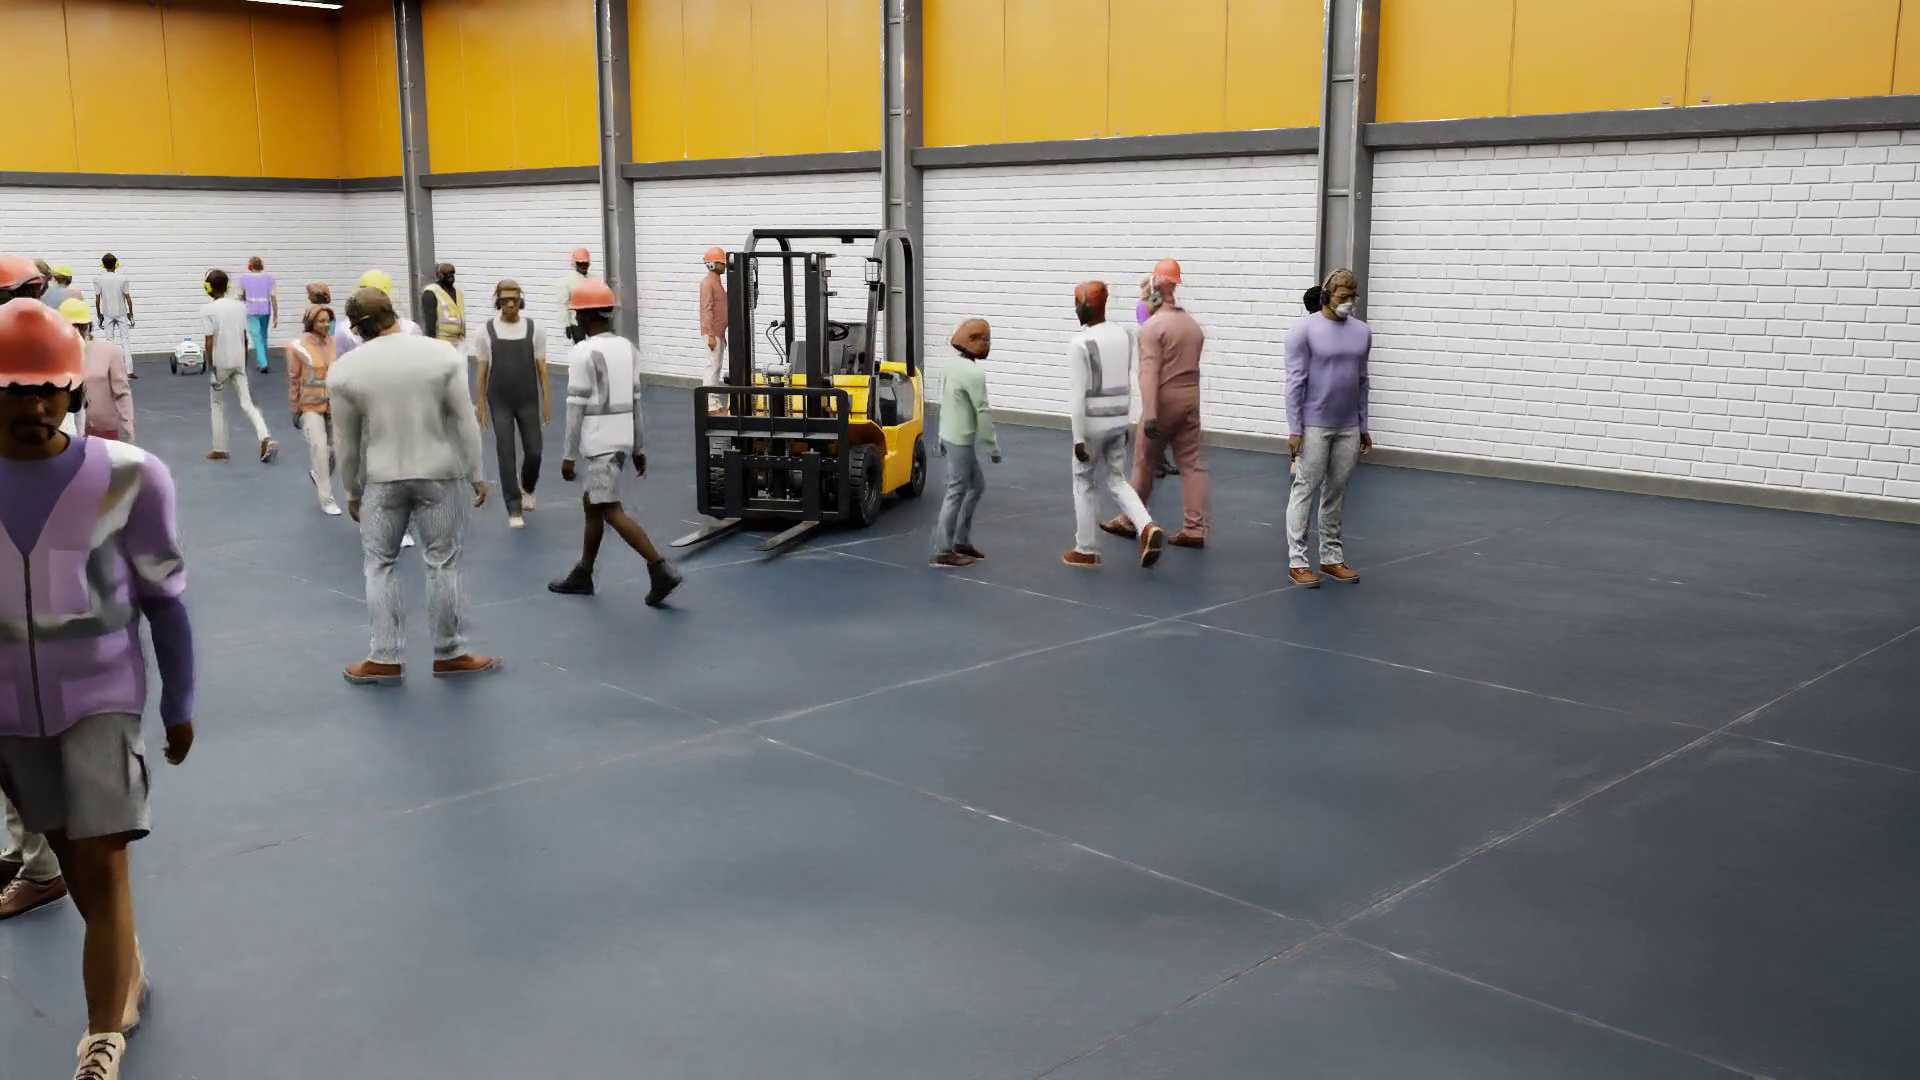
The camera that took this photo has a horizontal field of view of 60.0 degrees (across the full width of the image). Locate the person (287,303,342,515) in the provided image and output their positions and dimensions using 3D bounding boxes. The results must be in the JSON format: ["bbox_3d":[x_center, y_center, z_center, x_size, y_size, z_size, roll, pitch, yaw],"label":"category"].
[{"bbox_3d":[-4.954,-1.022,12.860,0.627,1.618,0.522,10,14,43],"label":"person"}]

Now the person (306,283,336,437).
[{"bbox_3d":[-6.779,-1.910,17.715,0.310,1.627,0.572,-8,13,-36],"label":"person"}]

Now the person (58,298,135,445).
[{"bbox_3d":[-5.763,-0.730,11.028,0.531,1.712,0.937,-7,13,-35],"label":"person"}]

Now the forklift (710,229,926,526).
[{"bbox_3d":[-1.050,-1.319,12.920,1.214,2.155,2.313,2,11,13],"label":"forklift"}]

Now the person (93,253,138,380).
[{"bbox_3d":[-12.491,-3.301,24.597,0.513,1.877,0.328,-3,11,-17],"label":"person"}]

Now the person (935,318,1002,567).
[{"bbox_3d":[0.064,-0.618,10.681,0.525,1.608,0.519,-3,11,-15],"label":"person"}]

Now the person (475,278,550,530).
[{"bbox_3d":[-3.290,-1.010,12.244,0.518,1.831,0.594,-4,11,-19],"label":"person"}]

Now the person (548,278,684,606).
[{"bbox_3d":[-2.010,-0.565,9.645,0.953,1.900,0.545,4,11,23],"label":"person"}]

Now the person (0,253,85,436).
[{"bbox_3d":[-4.816,-0.461,8.660,0.383,2.041,0.605,2,11,12],"label":"person"}]

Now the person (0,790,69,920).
[{"bbox_3d":[-3.057,0.260,5.192,0.330,1.872,0.512,-7,13,-35],"label":"person"}]

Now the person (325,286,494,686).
[{"bbox_3d":[-2.612,-0.251,7.932,0.717,1.898,0.363,-2,11,-12],"label":"person"}]

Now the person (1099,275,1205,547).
[{"bbox_3d":[1.370,-0.889,11.500,0.662,1.848,0.927,-10,14,-42],"label":"person"}]

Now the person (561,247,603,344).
[{"bbox_3d":[-4.934,-2.863,21.938,0.646,1.968,0.489,-8,13,-38],"label":"person"}]

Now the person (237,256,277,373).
[{"bbox_3d":[-10.938,-3.515,25.947,0.567,1.810,0.936,-9,14,-41],"label":"person"}]

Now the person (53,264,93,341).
[{"bbox_3d":[-11.765,-2.766,22.015,0.541,1.738,0.687,1,10,4],"label":"person"}]

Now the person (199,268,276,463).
[{"bbox_3d":[-6.836,-1.634,15.630,0.894,1.841,0.534,7,13,34],"label":"person"}]

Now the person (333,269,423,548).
[{"bbox_3d":[-4.000,-0.915,11.510,0.592,1.911,0.608,-5,12,-27],"label":"person"}]

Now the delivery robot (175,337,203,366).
[{"bbox_3d":[-11.912,-2.889,25.681,0.477,0.478,0.707,-6,12,-29],"label":"delivery robot"}]

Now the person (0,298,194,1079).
[{"bbox_3d":[-2.212,0.413,4.041,0.607,1.976,1.083,-3,11,-14],"label":"person"}]

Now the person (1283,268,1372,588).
[{"bbox_3d":[2.245,-0.680,10.152,0.631,1.938,0.358,-5,12,-26],"label":"person"}]

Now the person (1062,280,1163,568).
[{"bbox_3d":[0.944,-0.701,10.478,0.602,1.859,0.743,-8,13,-37],"label":"person"}]

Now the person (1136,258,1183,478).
[{"bbox_3d":[1.787,-1.517,14.726,0.374,1.928,0.542,8,13,37],"label":"person"}]

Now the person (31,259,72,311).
[{"bbox_3d":[-9.520,-1.966,17.297,0.644,1.898,1.013,-3,11,-16],"label":"person"}]

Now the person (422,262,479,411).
[{"bbox_3d":[-6.291,-2.470,20.247,0.812,1.816,0.634,5,12,27],"label":"person"}]

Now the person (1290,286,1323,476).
[{"bbox_3d":[3.113,-1.411,14.801,0.321,1.690,0.530,3,11,17],"label":"person"}]

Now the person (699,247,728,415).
[{"bbox_3d":[-2.851,-2.415,19.436,0.379,1.996,0.610,1,10,3],"label":"person"}]
